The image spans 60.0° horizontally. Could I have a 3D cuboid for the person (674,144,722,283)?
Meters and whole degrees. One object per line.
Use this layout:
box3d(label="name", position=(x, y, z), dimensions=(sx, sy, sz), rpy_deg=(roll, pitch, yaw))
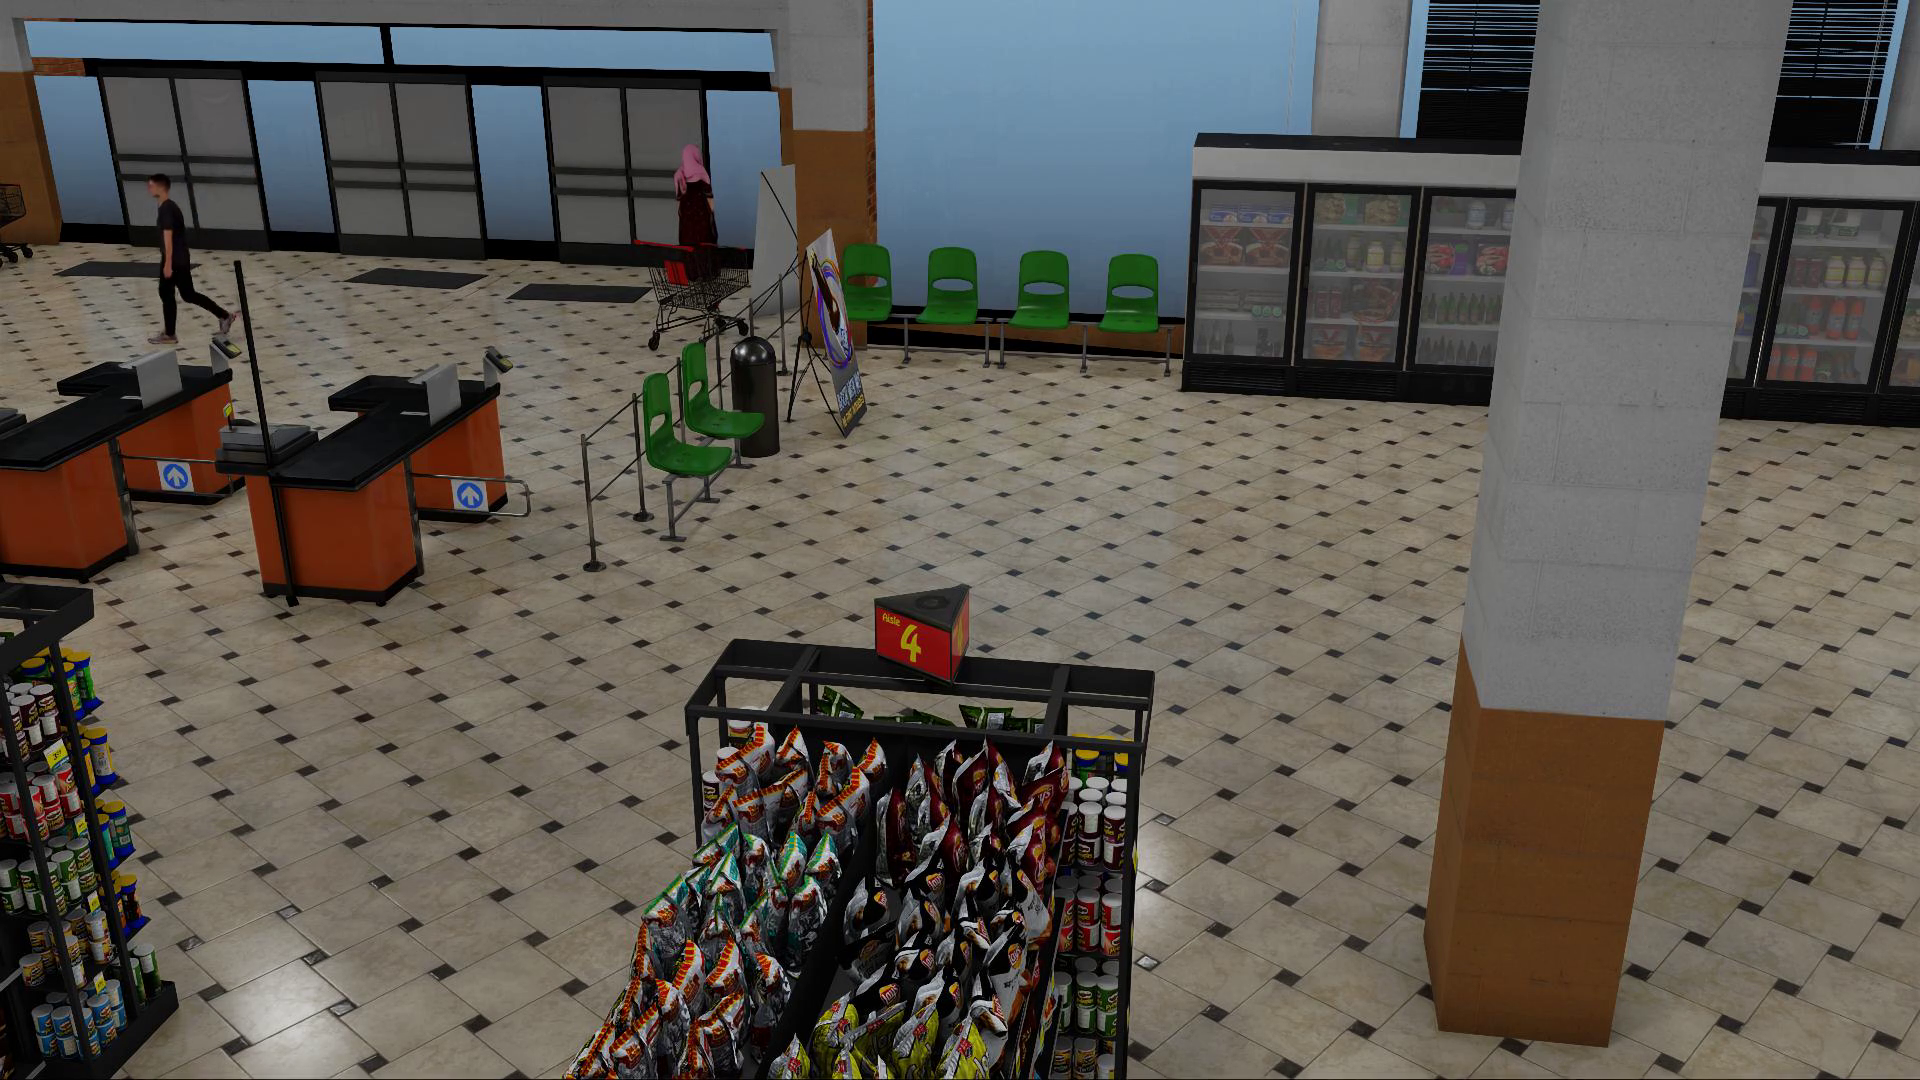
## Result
box3d(label="person", position=(-3.153, -3.903, 19.858), dimensions=(0.684, 1.638, 0.627), rpy_deg=(6, 23, 16))

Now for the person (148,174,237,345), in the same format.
box3d(label="person", position=(-8.016, -2.879, 17.172), dimensions=(1.160, 1.740, 1.103), rpy_deg=(-14, 26, -31))
